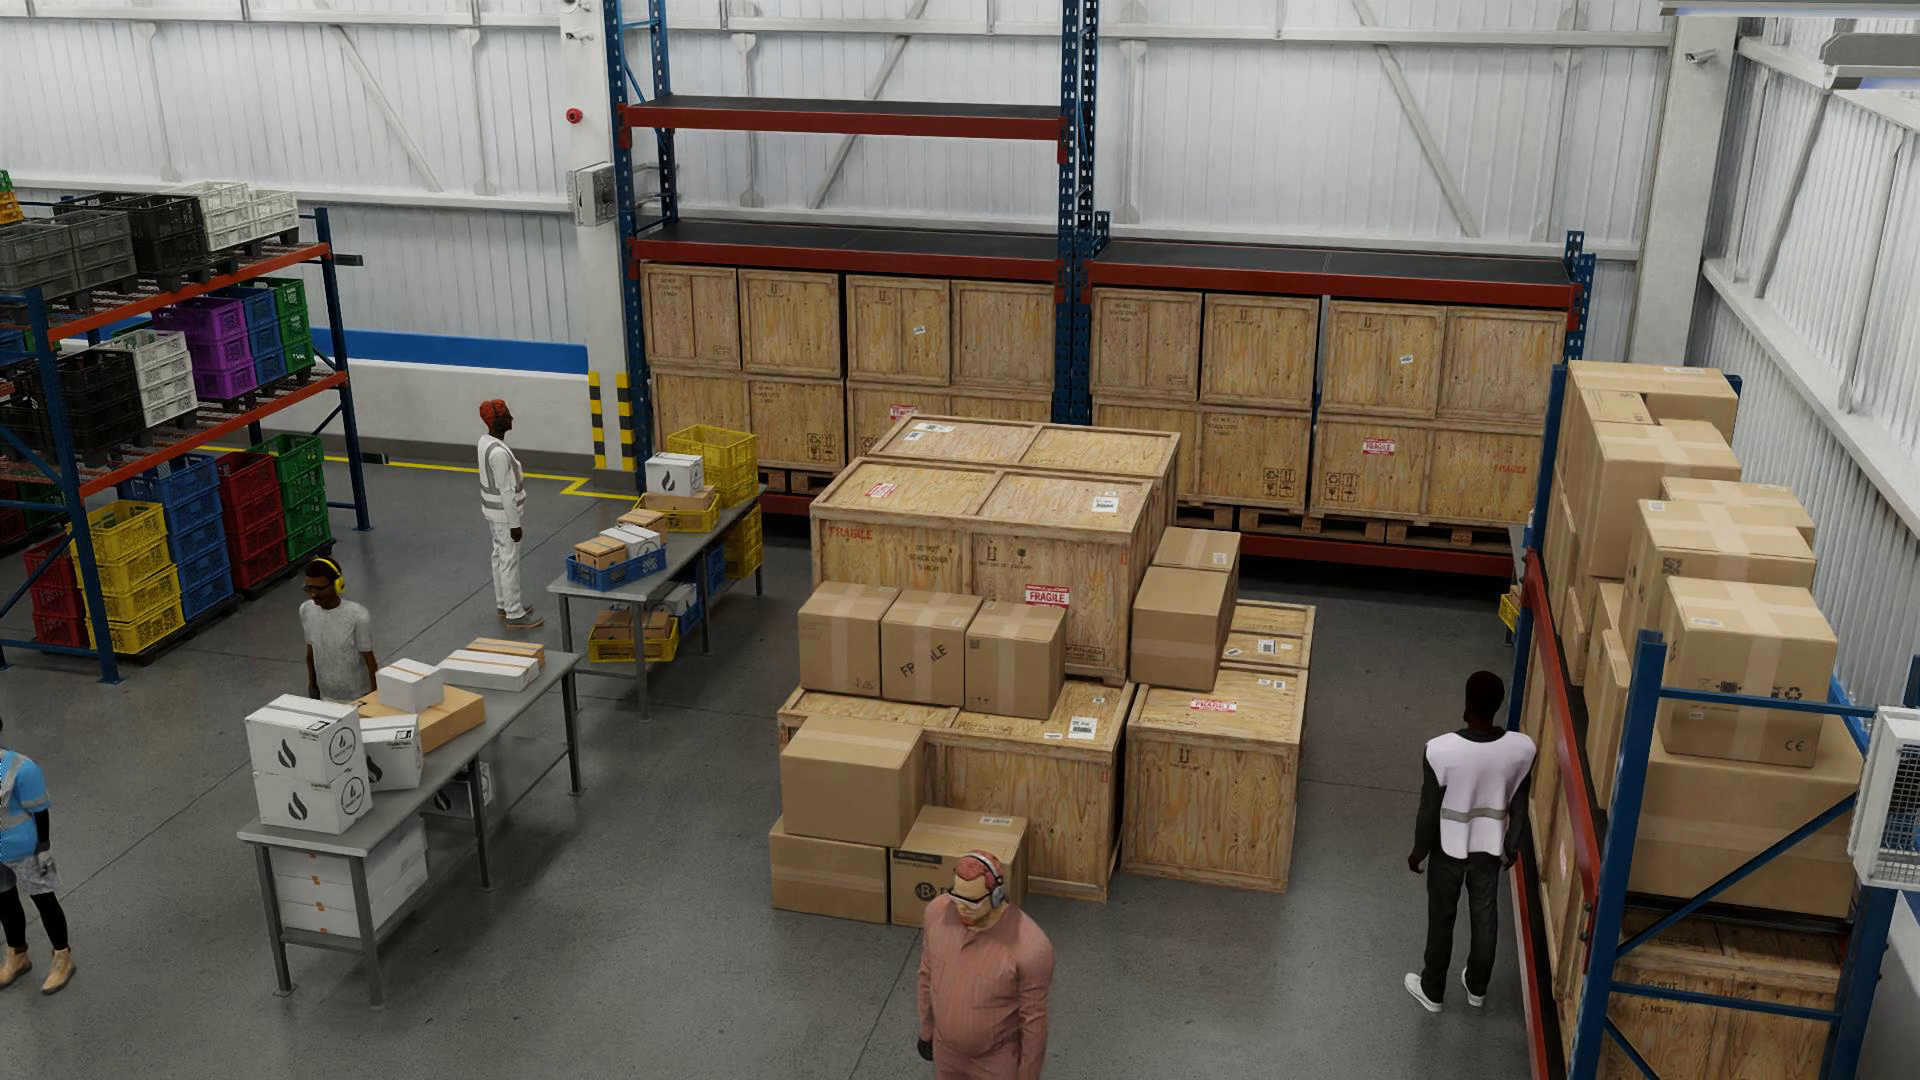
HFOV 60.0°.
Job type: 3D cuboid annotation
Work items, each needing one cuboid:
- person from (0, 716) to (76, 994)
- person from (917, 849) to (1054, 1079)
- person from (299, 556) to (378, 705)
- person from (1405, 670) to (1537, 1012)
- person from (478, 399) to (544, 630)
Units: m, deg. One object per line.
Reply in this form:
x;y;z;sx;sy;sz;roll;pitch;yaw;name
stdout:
-5.024;1.620;8.784;0.537;1.696;0.321;3;21;9;person
0.070;2.160;7.095;0.639;1.900;0.401;15;25;33;person
-3.806;0.966;10.278;0.516;1.858;0.316;6;22;16;person
2.630;1.570;8.609;0.597;1.918;0.383;-3;21;-7;person
-3.633;-0.211;13.316;0.355;1.885;0.575;-11;23;-26;person
